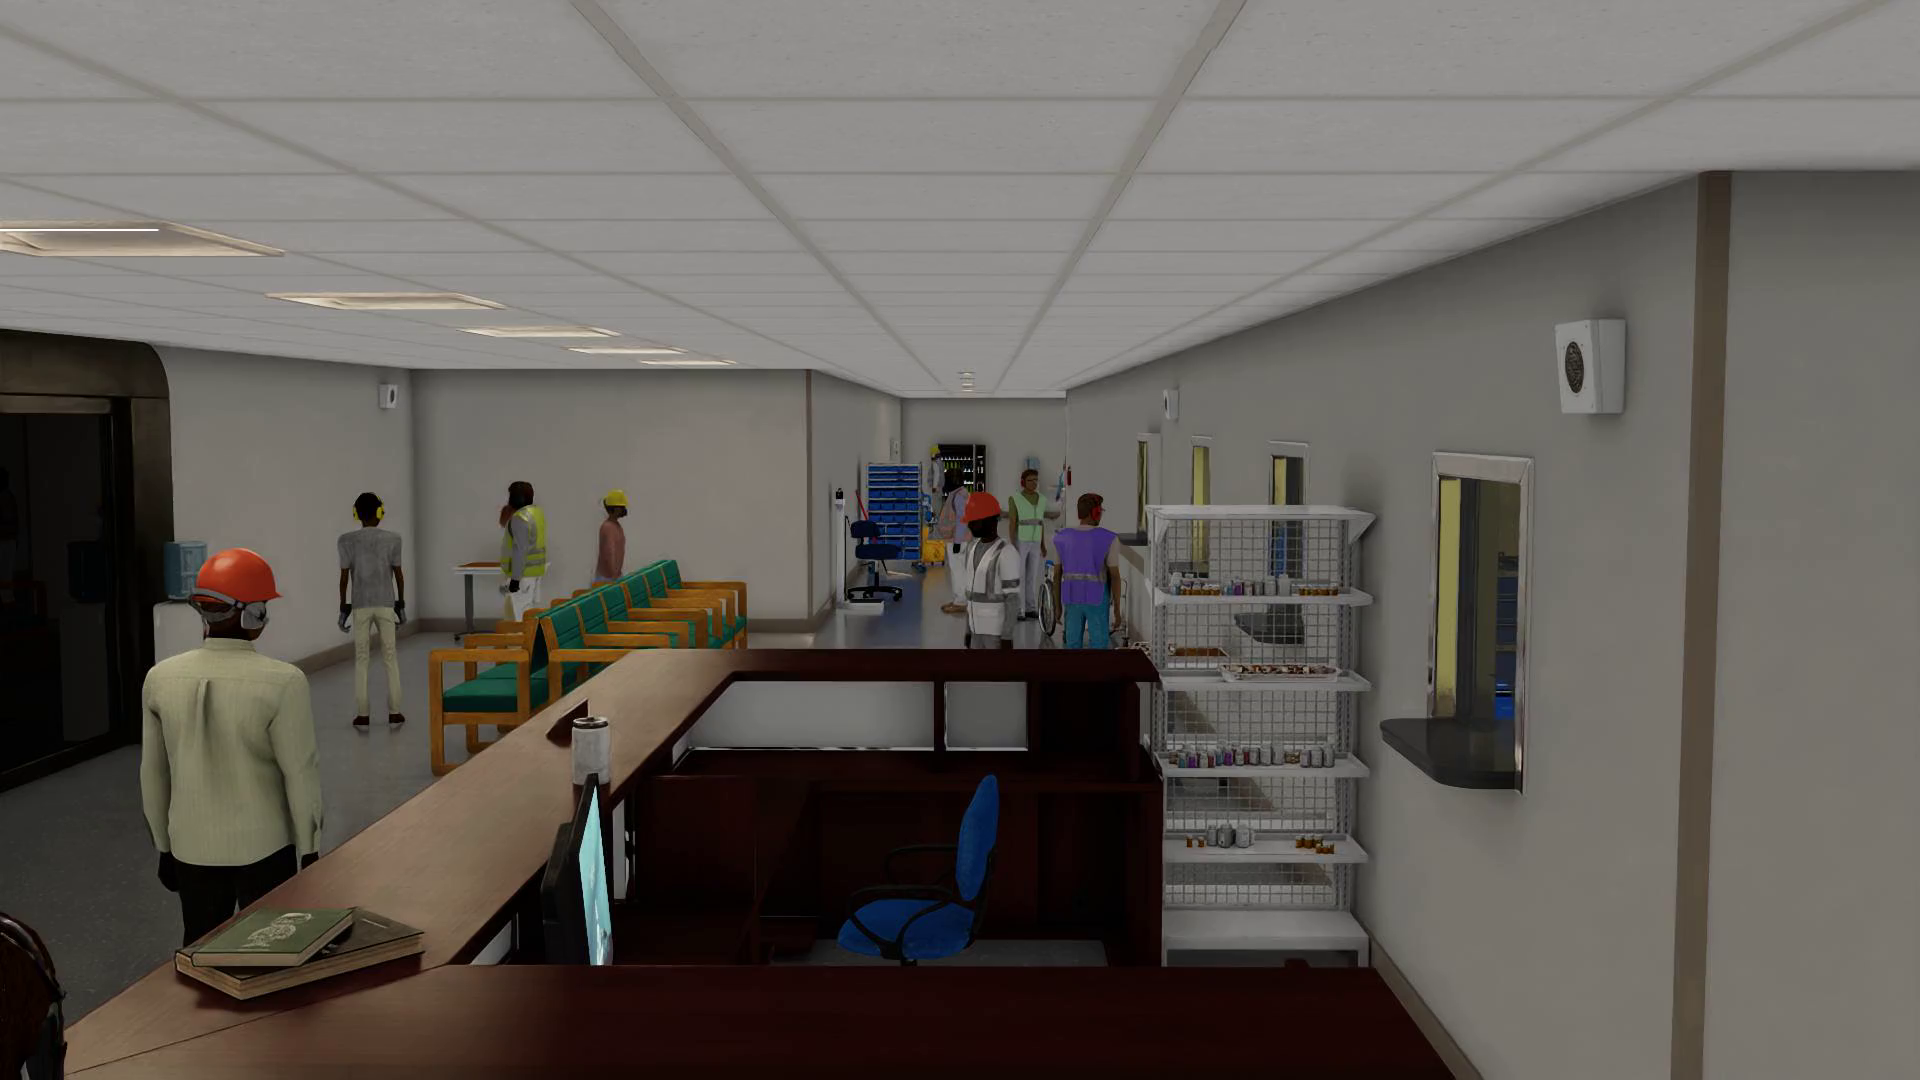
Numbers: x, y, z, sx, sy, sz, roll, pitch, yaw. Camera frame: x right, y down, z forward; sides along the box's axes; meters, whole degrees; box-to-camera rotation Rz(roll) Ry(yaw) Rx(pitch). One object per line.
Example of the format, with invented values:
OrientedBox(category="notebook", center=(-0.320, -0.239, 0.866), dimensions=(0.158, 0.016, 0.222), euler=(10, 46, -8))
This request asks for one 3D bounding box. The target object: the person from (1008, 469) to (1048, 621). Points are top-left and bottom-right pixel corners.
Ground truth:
OrientedBox(category="person", center=(0.817, 0.053, 20.282), dimensions=(0.564, 1.846, 0.393), euler=(-3, 5, -39))

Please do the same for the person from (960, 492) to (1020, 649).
OrientedBox(category="person", center=(0.189, 0.623, 11.731), dimensions=(0.385, 1.928, 0.546), euler=(-3, 5, -33))

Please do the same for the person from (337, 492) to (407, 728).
OrientedBox(category="person", center=(-4.653, 0.552, 13.169), dimensions=(0.518, 1.865, 0.330), euler=(-2, 4, -20))

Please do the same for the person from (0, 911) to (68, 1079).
OrientedBox(category="person", center=(-1.186, 1.363, 2.015), dimensions=(0.631, 1.835, 0.429), euler=(-2, 5, -30))

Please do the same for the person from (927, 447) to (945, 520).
OrientedBox(category="person", center=(-0.568, -1.297, 39.350), dimensions=(0.404, 1.829, 0.591), euler=(1, 4, 10))

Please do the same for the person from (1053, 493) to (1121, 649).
OrientedBox(category="person", center=(1.025, 0.541, 13.476), dimensions=(0.571, 1.837, 0.379), euler=(2, 4, 23))

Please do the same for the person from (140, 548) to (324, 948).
OrientedBox(category="person", center=(-2.437, 1.023, 5.625), dimensions=(0.623, 1.993, 0.384), euler=(1, 4, 9))

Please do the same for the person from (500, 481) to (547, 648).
OrientedBox(category="person", center=(-4.284, 0.340, 16.303), dimensions=(0.429, 1.841, 0.633), euler=(0, 4, 4))

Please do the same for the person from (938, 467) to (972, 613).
OrientedBox(category="person", center=(-0.064, 0.002, 21.039), dimensions=(0.429, 1.841, 0.633), euler=(0, 4, -5))
